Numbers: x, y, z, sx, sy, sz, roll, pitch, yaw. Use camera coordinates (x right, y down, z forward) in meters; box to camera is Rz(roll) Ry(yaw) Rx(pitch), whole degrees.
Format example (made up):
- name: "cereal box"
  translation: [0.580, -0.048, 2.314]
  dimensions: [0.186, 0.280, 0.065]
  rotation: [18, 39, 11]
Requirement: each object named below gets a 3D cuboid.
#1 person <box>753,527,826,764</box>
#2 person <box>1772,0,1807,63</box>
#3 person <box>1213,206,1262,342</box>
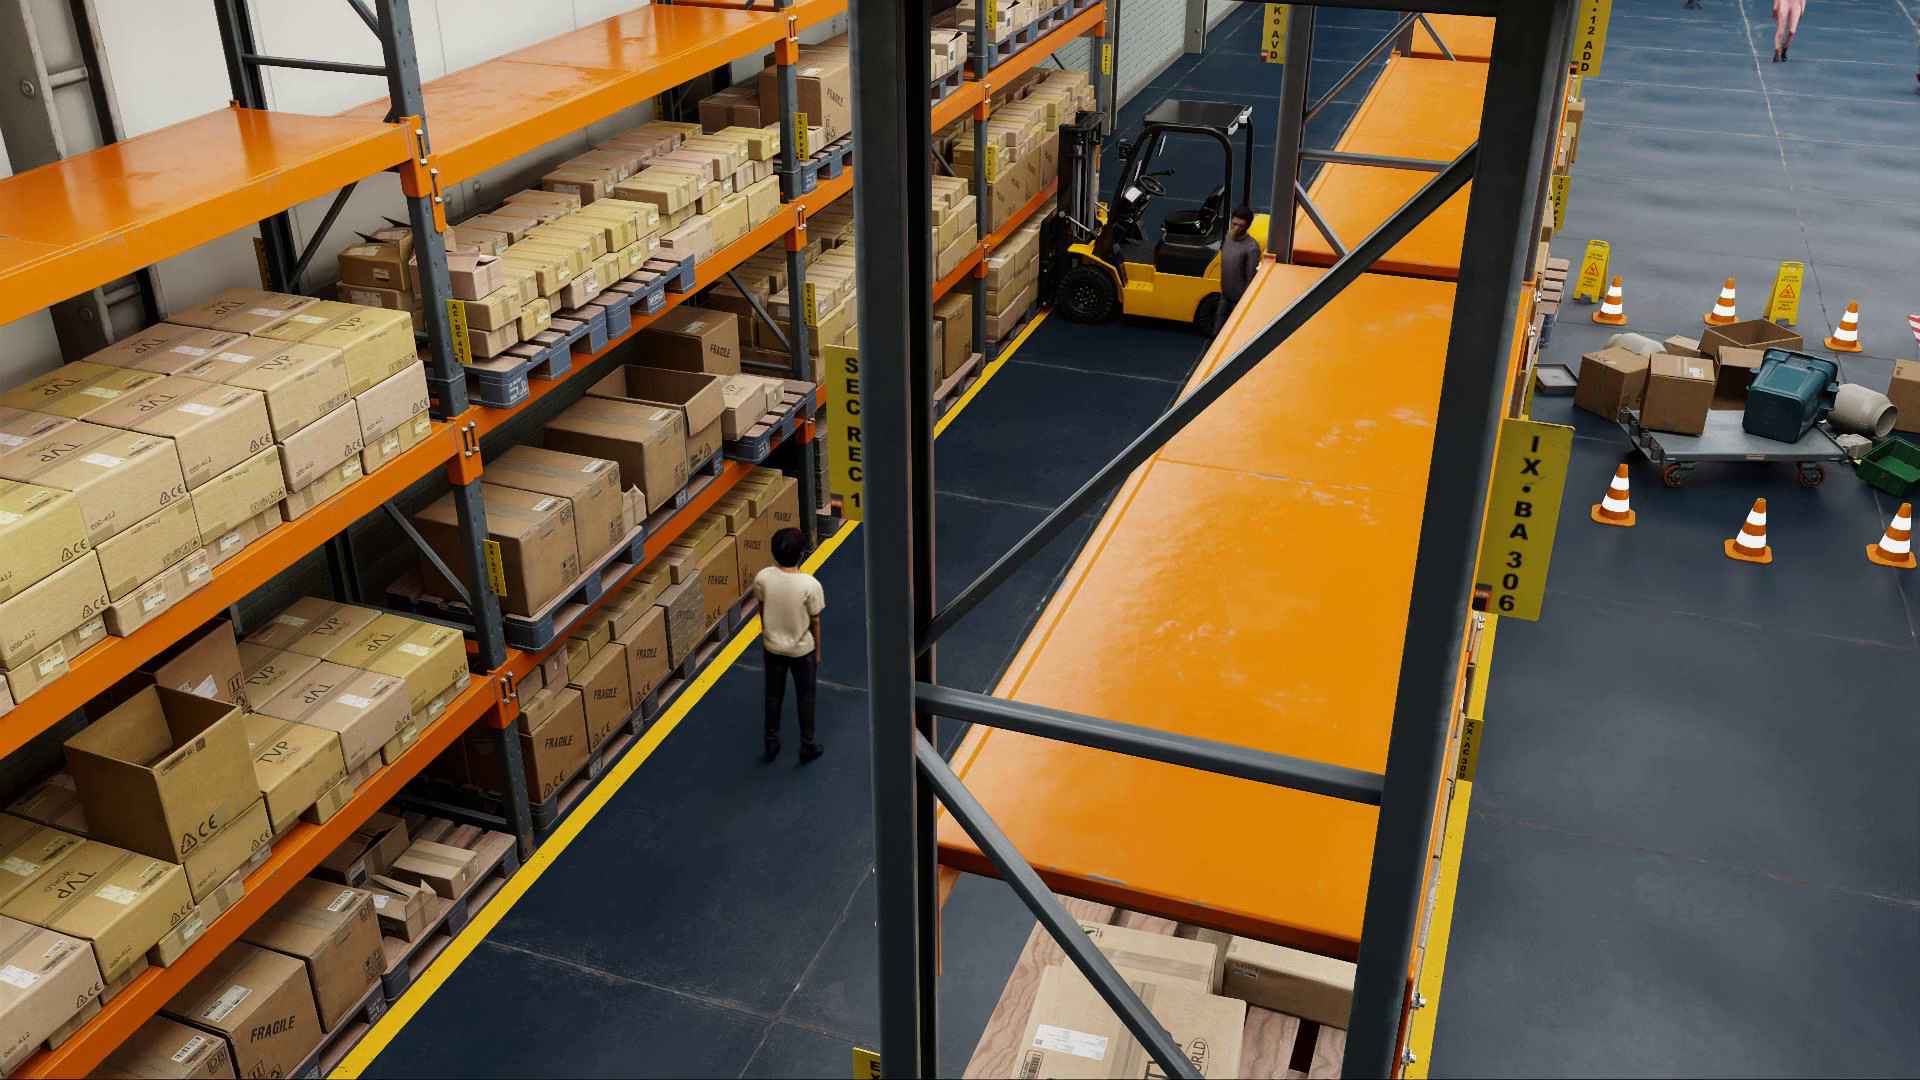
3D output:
- name: "person"
  translation: [-1.049, 0.663, 10.243]
  dimensions: [0.619, 1.579, 0.557]
  rotation: [6, 29, 11]
- name: "person"
  translation: [14.065, -8.992, 28.236]
  dimensions: [0.627, 1.707, 0.605]
  rotation: [10, 30, 17]
- name: "person"
  translation: [2.616, -2.258, 15.476]
  dimensions: [0.883, 1.816, 0.843]
  rotation: [-9, 29, -17]
